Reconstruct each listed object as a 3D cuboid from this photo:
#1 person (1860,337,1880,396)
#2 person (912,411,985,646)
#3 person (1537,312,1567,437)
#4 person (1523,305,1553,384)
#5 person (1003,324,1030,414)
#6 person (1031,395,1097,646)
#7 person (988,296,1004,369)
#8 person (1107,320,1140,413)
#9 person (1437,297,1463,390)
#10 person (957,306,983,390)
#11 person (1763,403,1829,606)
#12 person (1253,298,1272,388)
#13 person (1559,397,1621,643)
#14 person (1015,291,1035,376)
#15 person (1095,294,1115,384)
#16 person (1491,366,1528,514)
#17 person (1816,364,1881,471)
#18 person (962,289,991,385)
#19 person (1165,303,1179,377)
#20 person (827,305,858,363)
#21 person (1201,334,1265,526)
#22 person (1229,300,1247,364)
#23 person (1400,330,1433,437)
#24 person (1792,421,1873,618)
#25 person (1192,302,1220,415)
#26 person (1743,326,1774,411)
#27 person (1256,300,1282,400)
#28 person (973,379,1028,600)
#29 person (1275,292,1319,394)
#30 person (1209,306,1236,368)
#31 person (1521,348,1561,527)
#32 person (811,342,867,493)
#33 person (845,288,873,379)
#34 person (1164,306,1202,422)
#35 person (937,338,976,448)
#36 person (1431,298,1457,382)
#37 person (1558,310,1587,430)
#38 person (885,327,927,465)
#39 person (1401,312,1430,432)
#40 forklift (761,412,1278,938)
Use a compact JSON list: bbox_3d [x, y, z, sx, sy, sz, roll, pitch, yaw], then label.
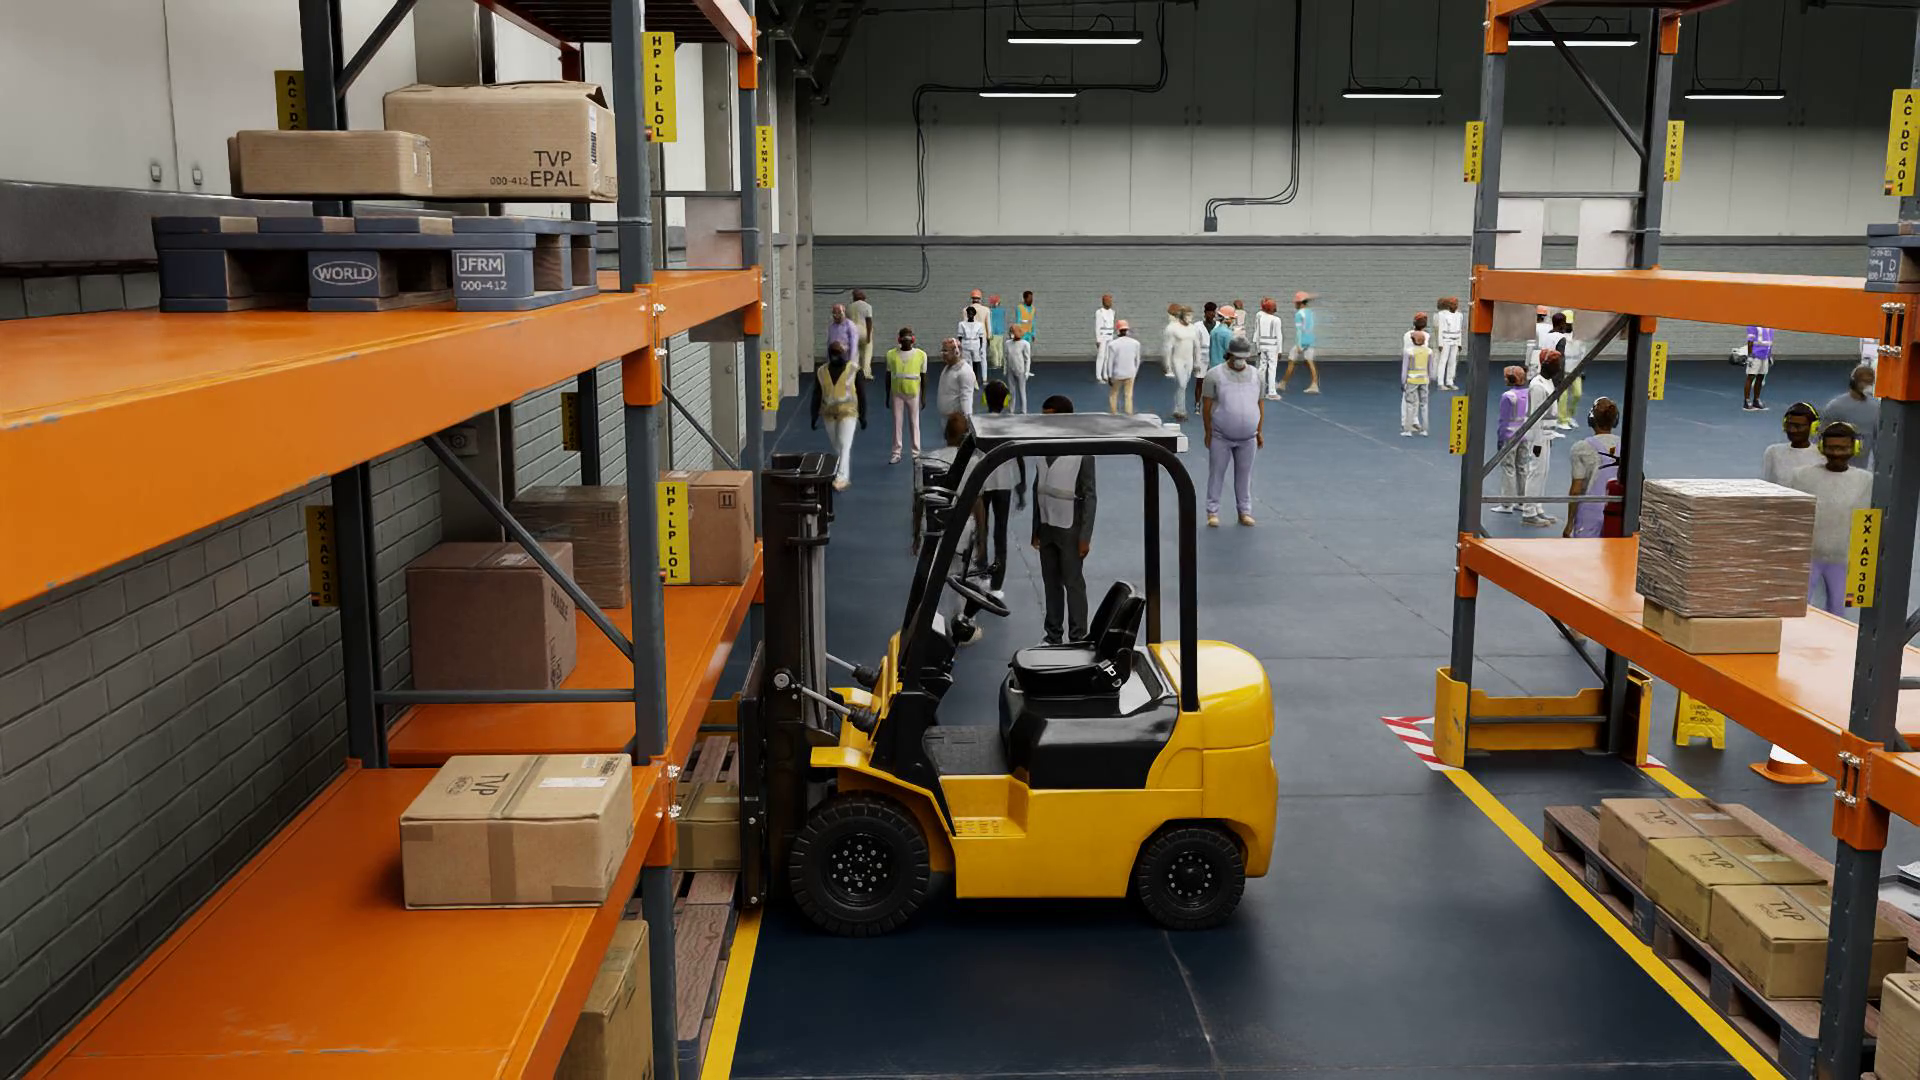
[{"bbox_3d":[16.399,-3.313,29.831,0.371,1.928,0.543,-3,11,-16],"label":"person"},{"bbox_3d":[-0.092,-0.026,11.965,0.577,1.789,1.005,3,11,16],"label":"person"},{"bbox_3d":[9.082,-2.525,25.496,0.397,1.911,0.588,-1,10,-8],"label":"person"},{"bbox_3d":[9.847,-3.056,28.359,0.551,1.941,0.342,-4,11,-23],"label":"person"},{"bbox_3d":[0.933,-2.775,27.650,0.497,1.633,0.278,7,12,34],"label":"person"},{"bbox_3d":[0.734,-0.077,11.834,0.371,1.915,0.597,-8,13,-37],"label":"person"},{"bbox_3d":[0.856,-4.882,39.174,0.323,1.715,0.614,3,11,19],"label":"person"},{"bbox_3d":[2.619,-2.698,26.968,0.582,1.720,0.708,-2,10,-10],"label":"person"},{"bbox_3d":[9.894,-3.961,33.569,0.576,1.881,0.352,-5,11,-25],"label":"person"},{"bbox_3d":[0.211,-3.861,33.524,0.530,1.696,0.322,-1,10,-5],"label":"person"},{"bbox_3d":[5.930,-0.053,11.848,0.533,1.864,0.311,9,14,41],"label":"person"},{"bbox_3d":[6.213,-4.038,34.102,0.375,1.841,0.574,5,11,27],"label":"person"},{"bbox_3d":[4.755,-0.144,12.407,0.506,1.846,0.345,-1,10,-6],"label":"person"},{"bbox_3d":[1.444,-4.580,36.978,0.410,1.905,0.607,9,13,40],"label":"person"},{"bbox_3d":[3.067,-4.232,35.071,0.337,1.882,0.584,9,14,42],"label":"person"},{"bbox_3d":[6.110,-1.105,18.365,0.521,1.632,0.312,-7,13,-35],"label":"person"},{"bbox_3d":[8.027,-0.607,14.836,0.643,1.897,0.918,-4,11,-23],"label":"person"},{"bbox_3d":[0.336,-4.226,34.729,0.622,1.992,0.397,-2,10,-10],"label":"person"},{"bbox_3d":[4.715,-4.433,36.917,0.280,1.627,0.498,2,10,11],"label":"person"},{"bbox_3d":[-2.089,-3.136,28.923,0.636,1.903,0.404,9,13,40],"label":"person"},{"bbox_3d":[2.892,-1.152,17.477,0.672,2.000,0.536,-1,10,-7],"label":"person"},{"bbox_3d":[6.535,-4.827,39.104,0.511,1.630,0.315,-6,12,-30],"label":"person"},{"bbox_3d":[7.020,-2.398,25.559,0.527,1.633,0.314,-2,10,-13],"label":"person"},{"bbox_3d":[5.586,0.149,10.763,0.620,1.856,0.381,5,11,25],"label":"person"},{"bbox_3d":[4.289,-3.131,28.727,0.603,1.959,0.377,0,10,0],"label":"person"},{"bbox_3d":[14.192,-3.273,29.501,0.608,1.966,0.374,-5,11,-25],"label":"person"},{"bbox_3d":[5.883,-3.609,31.599,0.347,1.884,0.584,-8,13,-39],"label":"person"},{"bbox_3d":[0.290,-0.434,14.027,0.574,1.840,0.759,1,10,4],"label":"person"},{"bbox_3d":[6.712,-3.893,32.894,1.029,1.980,0.607,10,14,44],"label":"person"},{"bbox_3d":[4.146,-2.685,26.171,0.393,1.985,0.611,-4,11,-23],"label":"person"},{"bbox_3d":[6.131,-1.082,17.544,0.361,1.878,0.588,5,12,28],"label":"person"},{"bbox_3d":[-1.478,-1.473,19.971,0.650,1.785,0.977,3,11,18],"label":"person"},{"bbox_3d":[-2.195,-4.493,36.088,0.703,2.000,0.593,4,11,23],"label":"person"},{"bbox_3d":[3.766,-2.918,27.661,0.651,1.909,0.839,-5,11,-27],"label":"person"},{"bbox_3d":[-0.071,-1.352,18.993,0.397,1.900,0.649,-4,11,-23],"label":"person"},{"bbox_3d":[10.355,-4.280,35.582,0.504,1.812,0.941,-1,10,-7],"label":"person"},{"bbox_3d":[9.705,-2.711,26.534,0.609,1.904,0.413,0,10,-1],"label":"person"},{"bbox_3d":[-0.724,-1.939,22.392,0.565,1.849,0.388,1,10,7],"label":"person"},{"bbox_3d":[7.207,-2.651,26.268,0.575,1.883,0.362,-8,13,-39],"label":"person"},{"bbox_3d":[0.291,0.548,7.580,2.313,2.155,1.214,0,10,-2],"label":"forklift"}]
